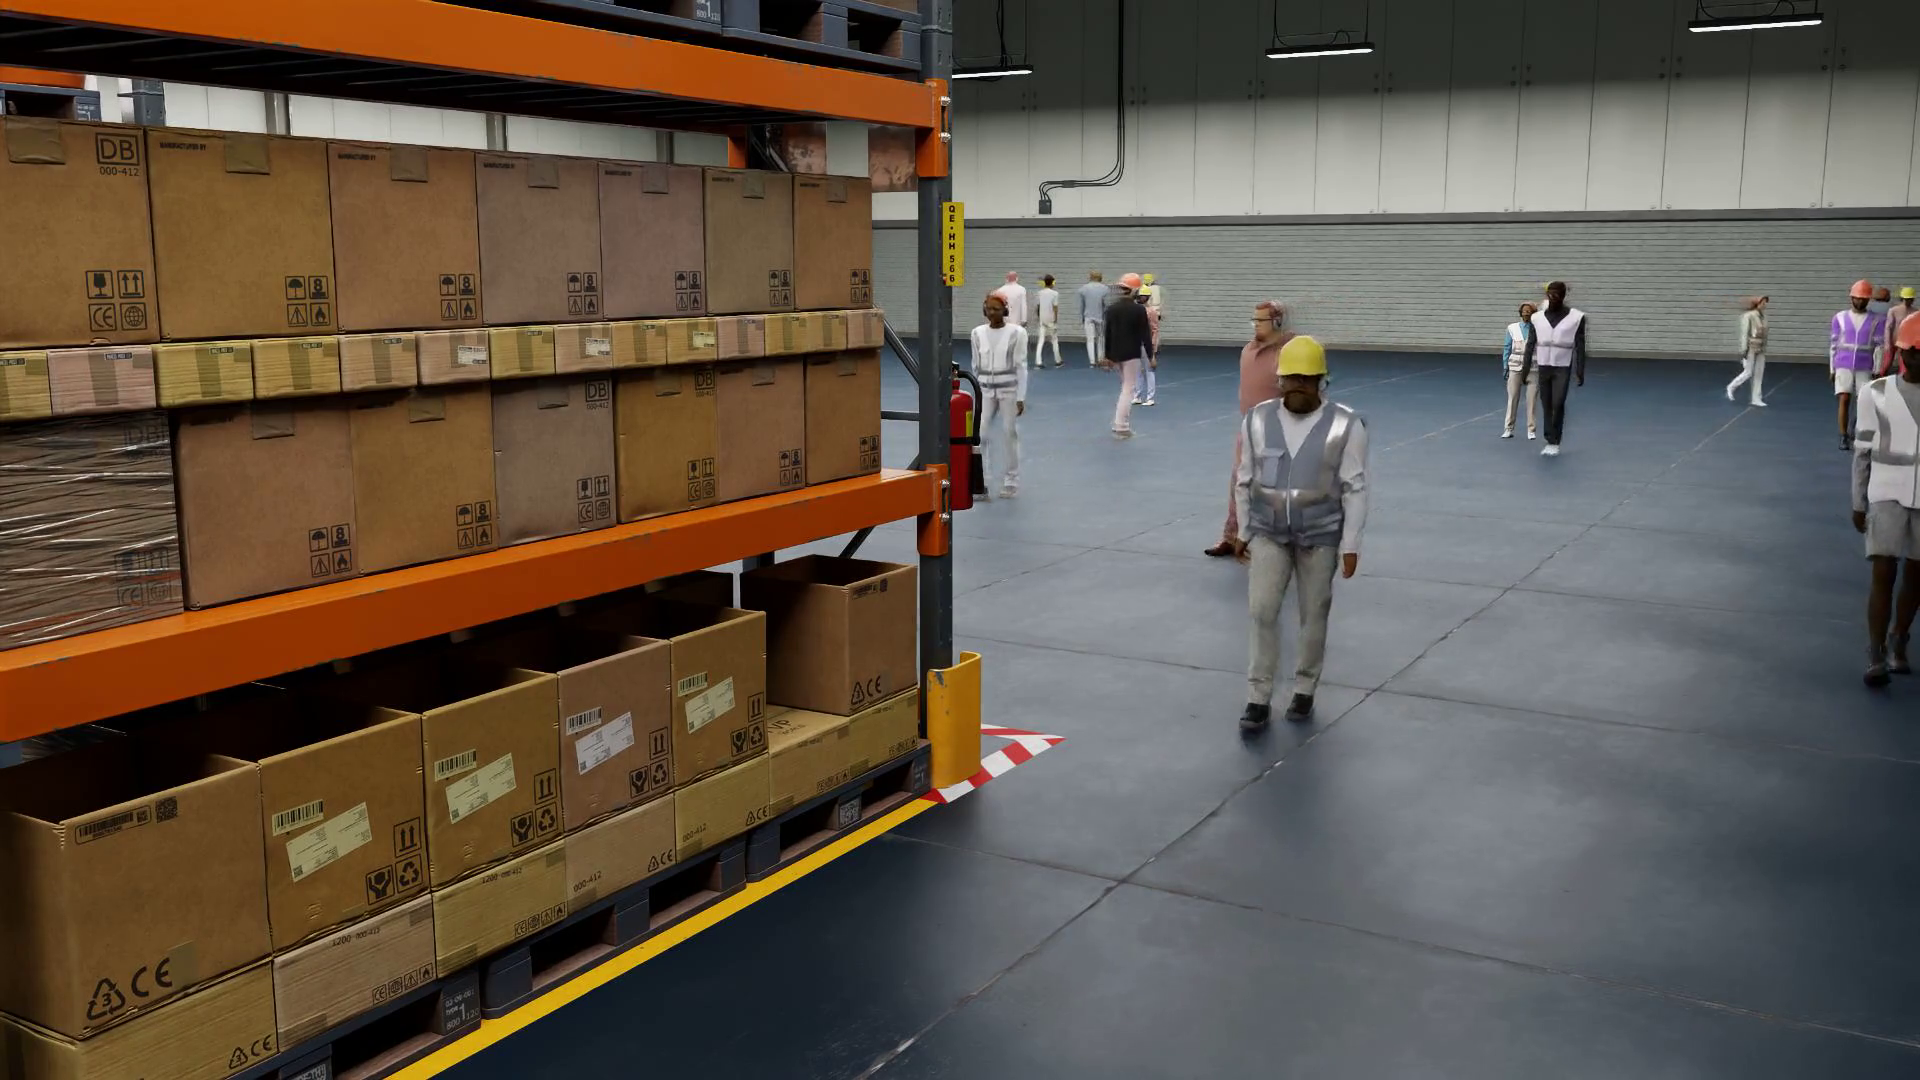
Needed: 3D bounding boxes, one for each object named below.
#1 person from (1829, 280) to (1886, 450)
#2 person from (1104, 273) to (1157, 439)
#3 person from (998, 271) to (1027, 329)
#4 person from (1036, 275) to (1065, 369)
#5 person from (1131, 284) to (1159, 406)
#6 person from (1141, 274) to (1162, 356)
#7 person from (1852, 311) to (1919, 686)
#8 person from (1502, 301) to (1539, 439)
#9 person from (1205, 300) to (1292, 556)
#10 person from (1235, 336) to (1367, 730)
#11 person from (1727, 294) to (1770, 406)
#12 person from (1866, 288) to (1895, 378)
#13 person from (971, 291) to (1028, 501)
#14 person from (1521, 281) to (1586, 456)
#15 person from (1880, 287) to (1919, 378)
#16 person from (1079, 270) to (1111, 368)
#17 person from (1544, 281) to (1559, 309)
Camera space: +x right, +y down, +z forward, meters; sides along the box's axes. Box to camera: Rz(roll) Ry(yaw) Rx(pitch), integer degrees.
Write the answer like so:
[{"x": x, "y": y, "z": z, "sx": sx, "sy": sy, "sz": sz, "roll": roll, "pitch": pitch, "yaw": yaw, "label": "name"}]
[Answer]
[{"x": 10.127, "y": -1.980, "z": 18.817, "sx": 0.544, "sy": 1.919, "sz": 0.641, "roll": 5, "pitch": 11, "yaw": 28, "label": "person"}, {"x": 2.041, "y": -2.189, "z": 19.842, "sx": 0.525, "sy": 1.971, "sz": 0.621, "roll": -6, "pitch": 12, "yaw": -33, "label": "person"}, {"x": 1.000, "y": -4.294, "z": 32.431, "sx": 0.660, "sy": 1.887, "sz": 0.525, "roll": 6, "pitch": 11, "yaw": 31, "label": "person"}, {"x": 1.713, "y": -4.215, "z": 32.178, "sx": 0.530, "sy": 1.816, "sz": 0.977, "roll": 6, "pitch": 11, "yaw": 31, "label": "person"}, {"x": 2.661, "y": -2.831, "z": 24.214, "sx": 0.327, "sy": 1.769, "sz": 0.525, "roll": -8, "pitch": 12, "yaw": -37, "label": "person"}, {"x": 4.152, "y": -4.888, "z": 36.244, "sx": 0.659, "sy": 1.782, "sz": 0.406, "roll": -9, "pitch": 13, "yaw": -44, "label": "person"}, {"x": 4.816, "y": -0.195, "z": 8.392, "sx": 0.570, "sy": 1.891, "sz": 0.941, "roll": 4, "pitch": 11, "yaw": 23, "label": "person"}, {"x": 6.734, "y": -2.020, "z": 19.838, "sx": 0.511, "sy": 1.640, "sz": 0.308, "roll": 5, "pitch": 11, "yaw": 26, "label": "person"}, {"x": 2.270, "y": -0.817, "z": 12.168, "sx": 0.985, "sy": 1.862, "sz": 0.661, "roll": -7, "pitch": 12, "yaw": -35, "label": "person"}, {"x": 1.519, "y": -0.015, "z": 7.598, "sx": 0.627, "sy": 1.804, "sz": 0.759, "roll": 4, "pitch": 11, "yaw": 23, "label": "person"}, {"x": 11.550, "y": -2.769, "z": 24.246, "sx": 0.527, "sy": 1.624, "sz": 0.531, "roll": -5, "pitch": 11, "yaw": -25, "label": "person"}, {"x": 16.520, "y": -3.706, "z": 29.832, "sx": 0.530, "sy": 1.586, "sz": 0.840, "roll": 9, "pitch": 14, "yaw": 44, "label": "person"}, {"x": 0.321, "y": -1.262, "z": 14.771, "sx": 0.592, "sy": 1.859, "sz": 0.752, "roll": 4, "pitch": 11, "yaw": 23, "label": "person"}, {"x": 6.420, "y": -1.851, "z": 18.079, "sx": 0.633, "sy": 1.892, "sz": 0.736, "roll": 7, "pitch": 12, "yaw": 36, "label": "person"}, {"x": 14.830, "y": -3.151, "z": 26.278, "sx": 0.525, "sy": 1.702, "sz": 0.908, "roll": 1, "pitch": 10, "yaw": 7, "label": "person"}, {"x": 2.646, "y": -4.327, "z": 32.571, "sx": 0.625, "sy": 1.909, "sz": 0.758, "roll": 2, "pitch": 10, "yaw": 10, "label": "person"}, {"x": 9.883, "y": -3.410, "z": 27.607, "sx": 0.489, "sy": 1.750, "sz": 0.555, "roll": 1, "pitch": 10, "yaw": 5, "label": "person"}]
